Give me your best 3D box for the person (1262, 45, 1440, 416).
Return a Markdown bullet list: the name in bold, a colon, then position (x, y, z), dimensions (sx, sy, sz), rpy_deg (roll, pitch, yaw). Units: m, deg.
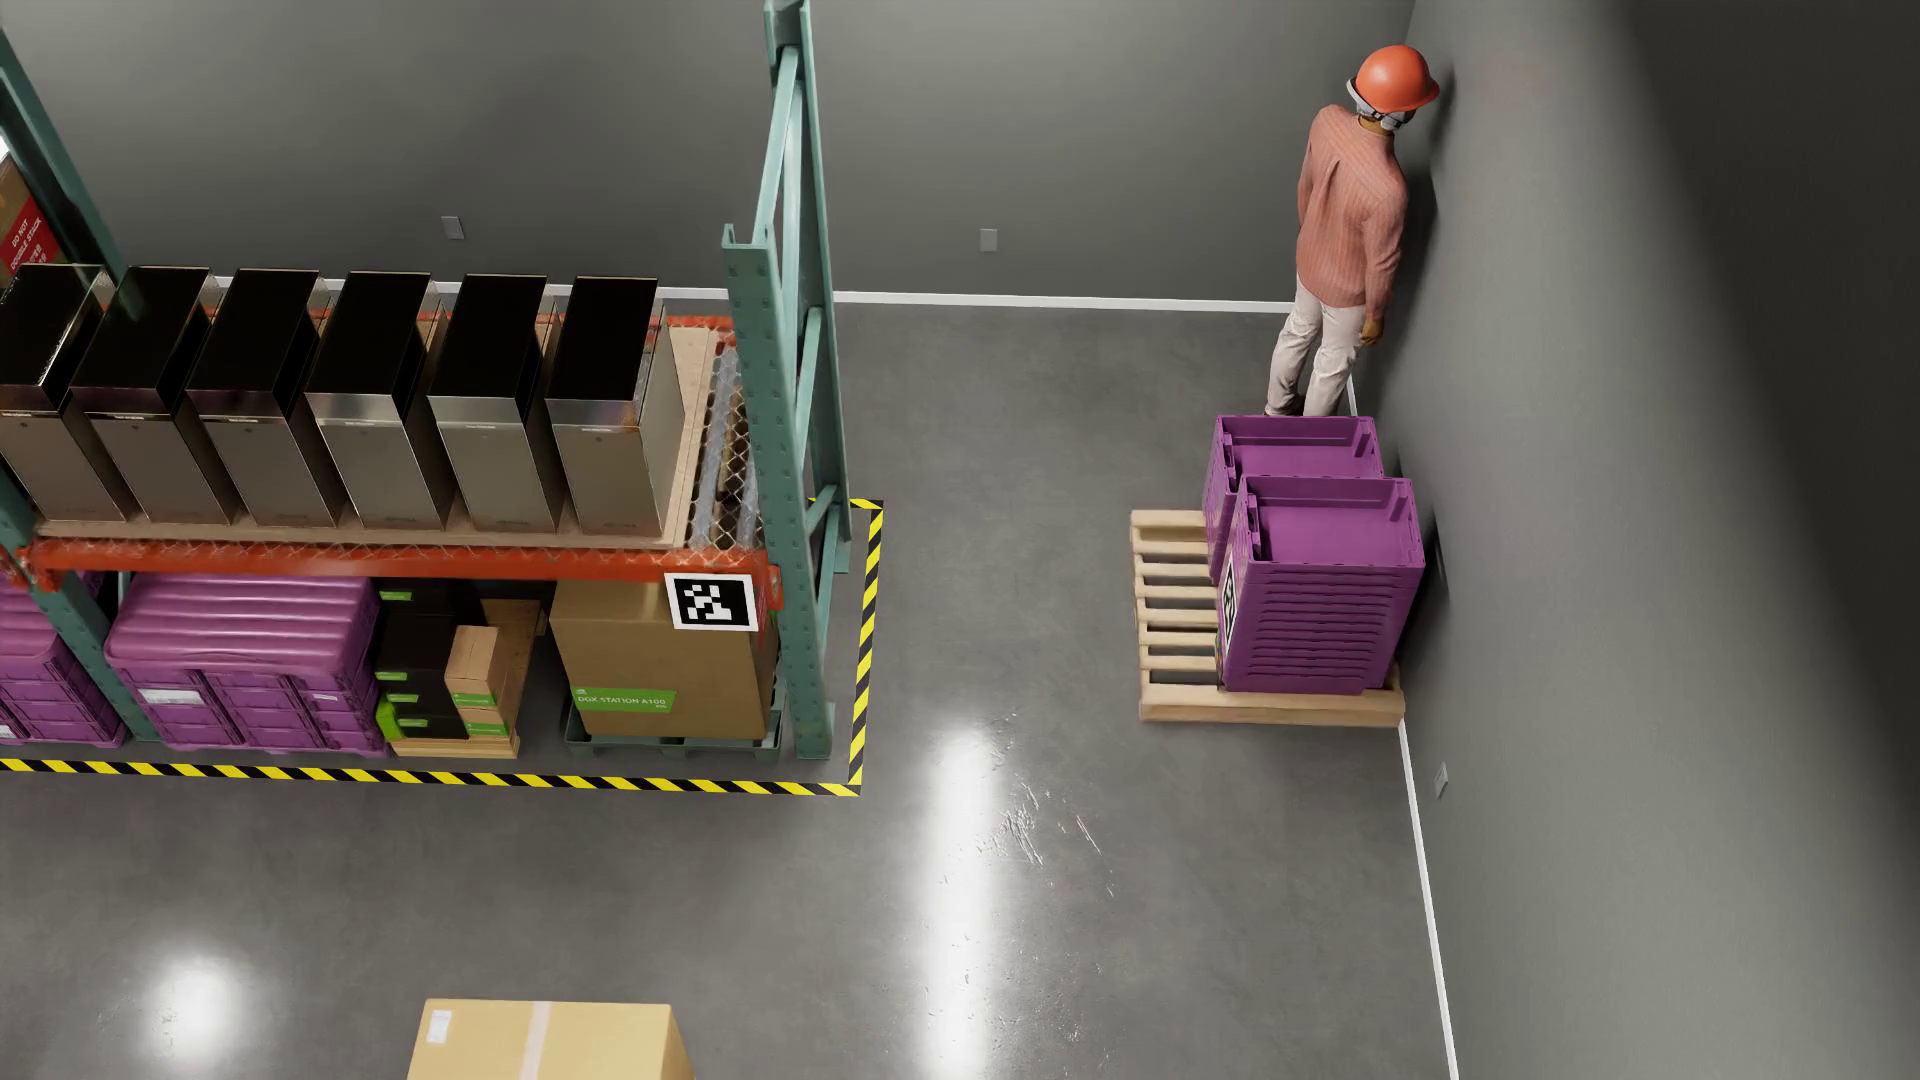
- **person**: position (1.501, -1.059, 6.491), dimensions (0.378, 1.995, 0.609), rpy_deg (-17, 54, -13)
